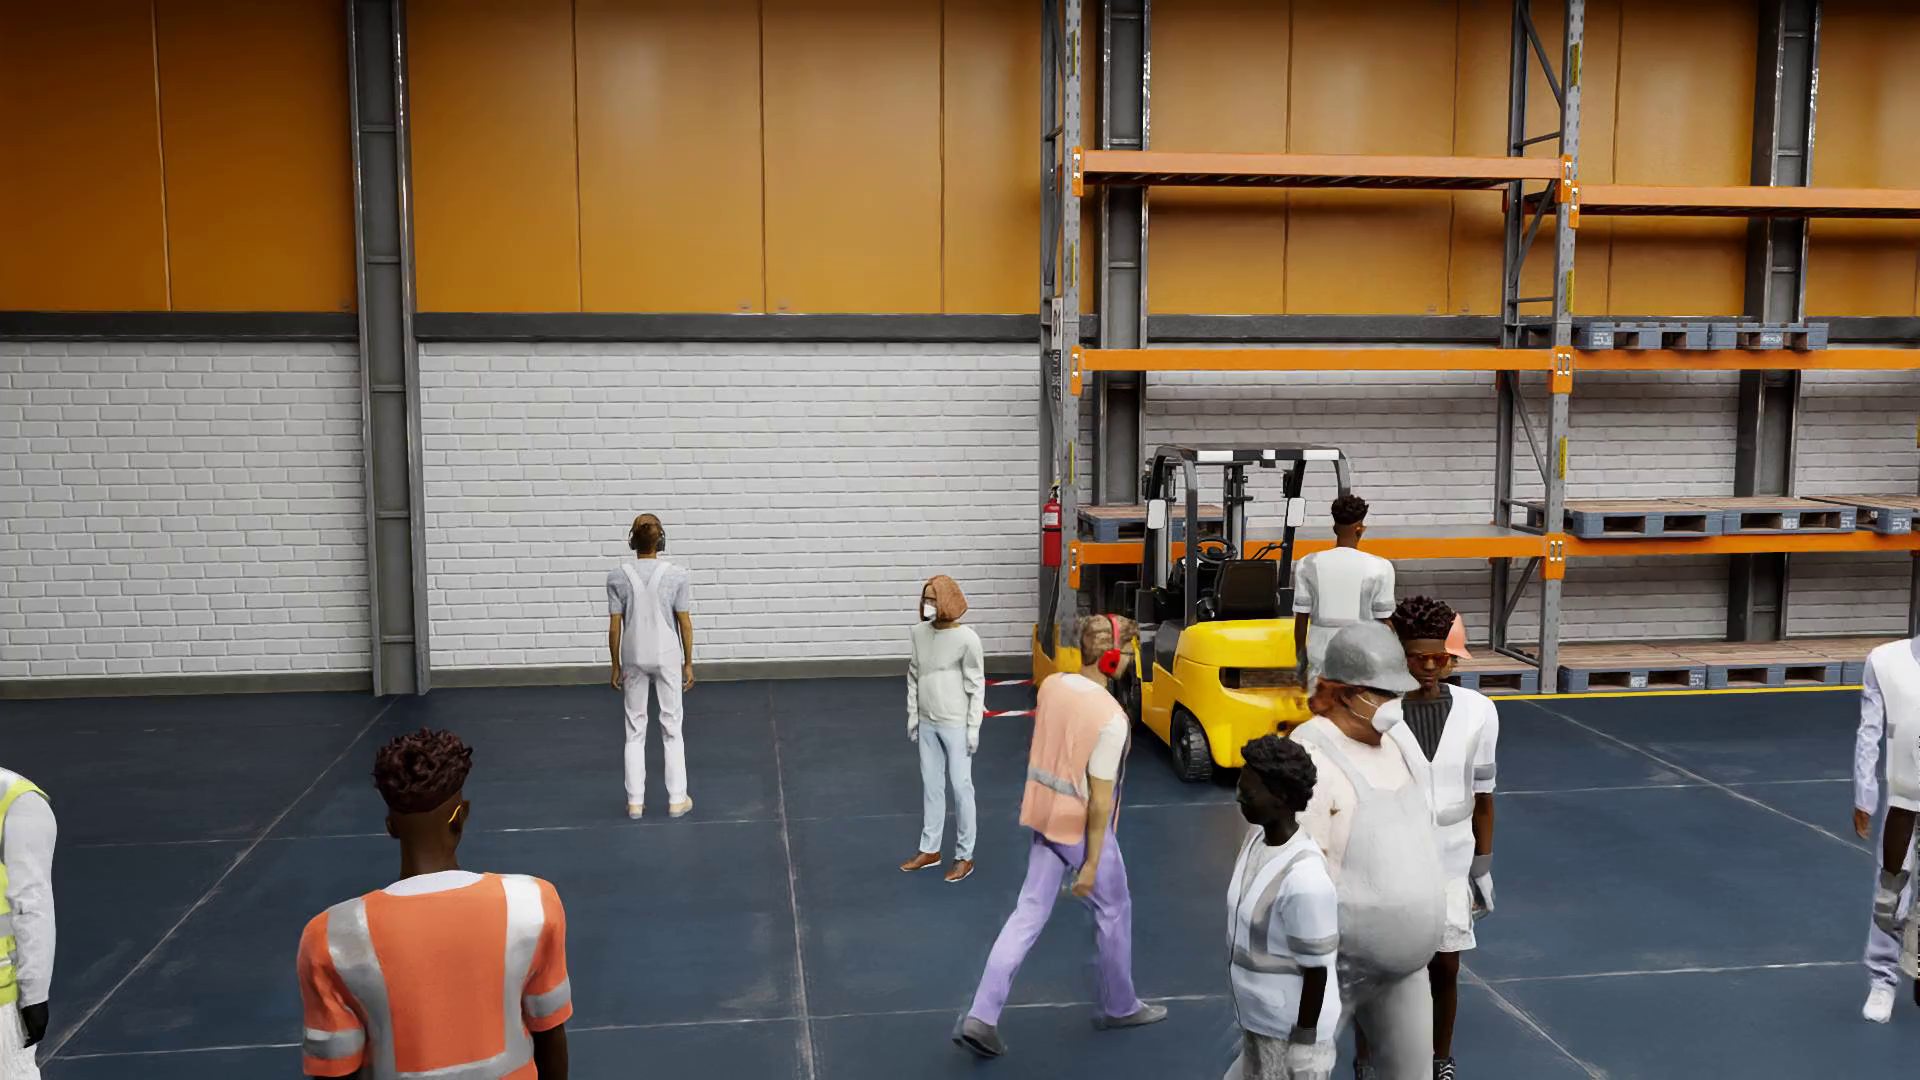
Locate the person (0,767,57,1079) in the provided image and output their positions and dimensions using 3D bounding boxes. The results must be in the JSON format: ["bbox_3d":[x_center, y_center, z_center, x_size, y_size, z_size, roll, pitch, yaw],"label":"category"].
[{"bbox_3d":[-3.012,1.347,4.960,0.636,1.831,0.429,0,7,3],"label":"person"}]

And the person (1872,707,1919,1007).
[{"bbox_3d":[3.531,1.204,5.727,0.634,1.937,0.708,0,7,1],"label":"person"}]

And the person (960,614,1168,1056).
[{"bbox_3d":[0.431,1.174,6.642,0.976,1.792,0.580,-5,8,-37],"label":"person"}]

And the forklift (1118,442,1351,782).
[{"bbox_3d":[1.912,0.418,11.496,1.214,2.155,2.313,-1,7,-8],"label":"forklift"}]

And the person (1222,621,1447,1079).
[{"bbox_3d":[1.190,1.199,5.326,0.683,2.000,1.014,-6,9,-42],"label":"person"}]

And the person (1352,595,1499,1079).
[{"bbox_3d":[1.644,1.163,6.025,0.598,1.958,0.372,0,7,-4],"label":"person"}]

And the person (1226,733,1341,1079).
[{"bbox_3d":[0.953,1.414,4.956,0.319,1.696,0.539,-1,7,-8],"label":"person"}]

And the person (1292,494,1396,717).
[{"bbox_3d":[2.308,0.703,9.990,0.614,1.962,0.366,3,7,24],"label":"person"}]

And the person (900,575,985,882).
[{"bbox_3d":[-0.088,0.994,8.878,0.500,1.633,0.286,6,9,42],"label":"person"}]

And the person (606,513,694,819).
[{"bbox_3d":[-1.861,0.758,10.028,0.506,1.847,0.343,0,7,-4],"label":"person"}]

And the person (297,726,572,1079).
[{"bbox_3d":[-1.194,1.406,3.852,0.602,1.961,0.371,-3,7,-27],"label":"person"}]

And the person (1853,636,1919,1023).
[{"bbox_3d":[4.066,1.079,6.933,0.607,1.913,0.384,3,7,25],"label":"person"}]
